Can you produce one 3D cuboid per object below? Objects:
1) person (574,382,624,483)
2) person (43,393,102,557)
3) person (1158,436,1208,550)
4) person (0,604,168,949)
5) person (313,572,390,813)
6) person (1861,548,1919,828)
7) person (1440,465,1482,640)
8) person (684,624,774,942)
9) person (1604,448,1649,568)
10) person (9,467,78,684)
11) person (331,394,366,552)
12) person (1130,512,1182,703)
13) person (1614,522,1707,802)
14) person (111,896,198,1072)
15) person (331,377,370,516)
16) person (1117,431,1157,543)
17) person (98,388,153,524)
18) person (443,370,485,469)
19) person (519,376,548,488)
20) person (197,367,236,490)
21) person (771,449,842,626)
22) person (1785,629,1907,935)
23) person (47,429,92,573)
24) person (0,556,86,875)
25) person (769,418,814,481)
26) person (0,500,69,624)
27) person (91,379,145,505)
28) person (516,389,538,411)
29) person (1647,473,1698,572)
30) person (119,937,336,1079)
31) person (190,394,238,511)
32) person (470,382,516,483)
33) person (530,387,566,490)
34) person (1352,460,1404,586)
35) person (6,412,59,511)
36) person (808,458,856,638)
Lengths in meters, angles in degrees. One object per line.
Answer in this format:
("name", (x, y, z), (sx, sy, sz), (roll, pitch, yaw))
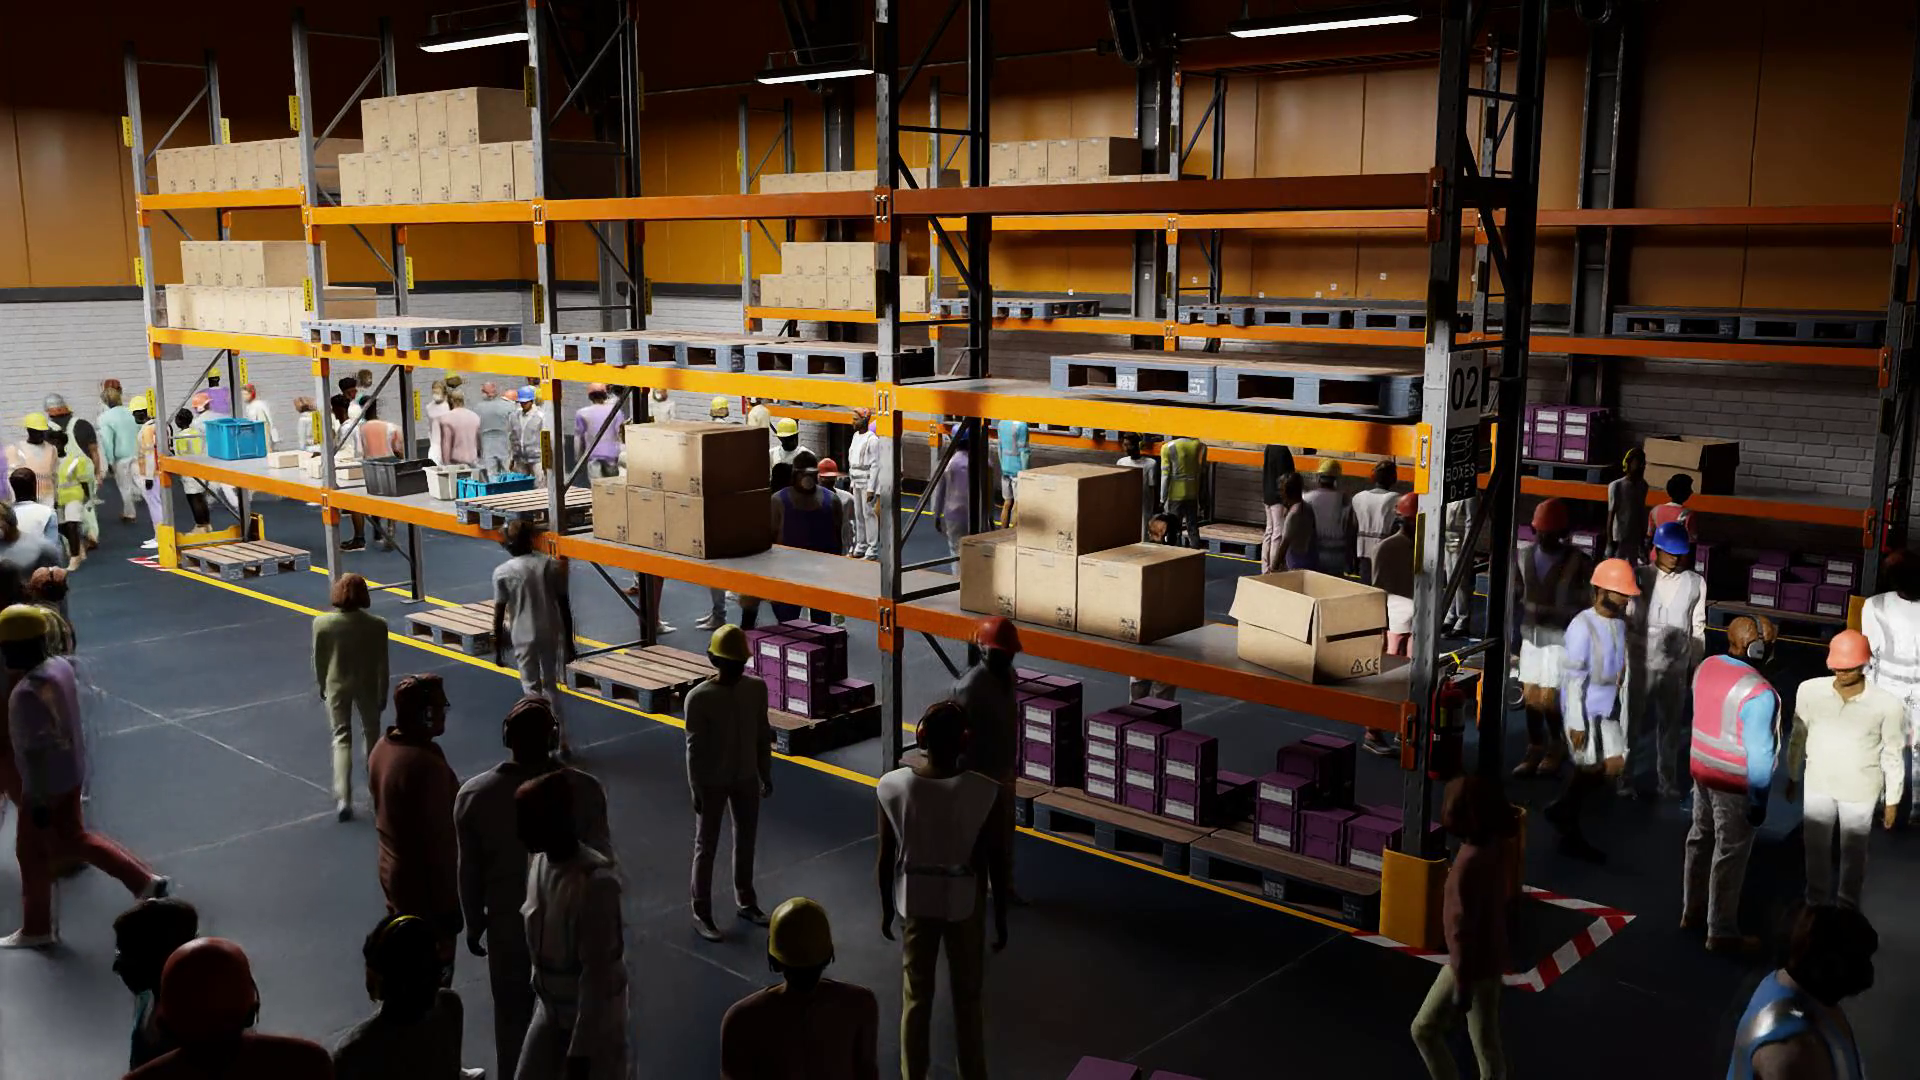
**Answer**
("person", (-4.846, -1.134, 22.252), (0.629, 1.980, 1.065), (-5, 11, -25))
("person", (-10.898, -0.811, 20.279), (0.715, 2.000, 0.551), (-8, 13, -38))
("person", (2.524, -0.516, 18.935), (0.593, 1.922, 0.377), (-4, 11, -21))
("person", (-4.820, 1.265, 8.974), (0.782, 1.902, 0.593), (-1, 10, -7))
("person", (-4.107, 1.011, 11.253), (0.503, 1.589, 0.862), (-3, 10, -14))
("person", (6.148, 0.977, 10.696), (0.696, 1.864, 0.345), (4, 11, 22))
("person", (4.790, 0.046, 16.017), (0.403, 1.834, 0.589), (0, 10, 0))
("person", (-1.249, 1.313, 9.085), (0.520, 1.759, 0.349), (-8, 13, -39))
("person", (6.410, 0.035, 15.980), (0.534, 1.868, 0.310), (-5, 11, -28))
("person", (-7.889, 0.356, 14.097), (0.590, 1.895, 0.395), (0, 10, 1))
("person", (-7.583, -0.836, 20.634), (0.368, 1.963, 0.609), (-2, 10, -11))
("person", (1.481, 0.702, 12.333), (0.429, 1.832, 0.633), (-8, 13, -39))
("person", (4.753, 0.825, 11.326), (0.604, 1.939, 0.416), (1, 10, 6))
("person", (-2.334, 1.983, 5.135), (0.437, 1.831, 0.589), (-10, 14, -44))
("person", (-8.495, -1.290, 23.192), (0.603, 1.966, 0.368), (6, 12, 29))
("person", (1.857, -0.252, 17.657), (0.523, 1.856, 0.348), (8, 13, 36))
("person", (-11.215, -1.114, 22.464), (0.830, 1.895, 0.701), (6, 12, 29))
("person", (-8.412, -2.003, 27.990), (0.883, 1.693, 0.506), (-4, 11, -21))
("person", (-6.668, -1.750, 26.034), (0.574, 1.883, 0.360), (8, 13, 39))
("person", (-11.541, -1.734, 25.856), (0.588, 1.919, 0.401), (-9, 14, -43))
("person", (-1.319, 0.233, 14.374), (0.682, 2.000, 0.537), (-3, 10, -17))
("person", (4.784, 1.329, 9.027), (0.586, 1.735, 0.418), (10, 14, 43))
("person", (-10.448, -0.490, 19.505), (0.545, 1.671, 0.700), (-1, 10, -3))
("person", (-5.685, 1.024, 9.900), (0.718, 2.000, 0.722), (-9, 14, -43))
("person", (-1.857, -0.387, 18.232), (0.588, 1.918, 0.397), (3, 10, 15))
("person", (-7.147, 0.623, 12.628), (0.633, 1.878, 1.035), (-2, 10, -10))
("person", (-12.464, -1.441, 24.457), (0.999, 1.837, 0.591), (-5, 11, -25))
("person", (-6.538, -1.484, 25.212), (0.315, 1.640, 0.514), (3, 11, 18))
("person", (6.580, 0.229, 15.369), (0.321, 1.695, 0.537), (-4, 11, -24))
("person", (-1.976, 2.008, 4.520), (0.609, 1.986, 0.419), (-5, 11, -26))
("person", (-10.654, -1.252, 23.785), (0.893, 1.683, 0.606), (5, 11, 24))
("person", (-6.567, -1.303, 23.550), (0.694, 1.867, 0.437), (-1, 10, -5))
("person", (-6.171, -1.394, 24.485), (0.801, 1.710, 0.513), (2, 10, 12))
("person", (3.832, 0.185, 15.241), (0.560, 1.837, 0.388), (9, 13, 41))
("person", (-10.637, -0.527, 19.082), (0.770, 1.896, 0.600), (7, 12, 36))
("person", (-1.275, 0.083, 16.021), (0.566, 1.755, 0.321), (-3, 10, -14))
